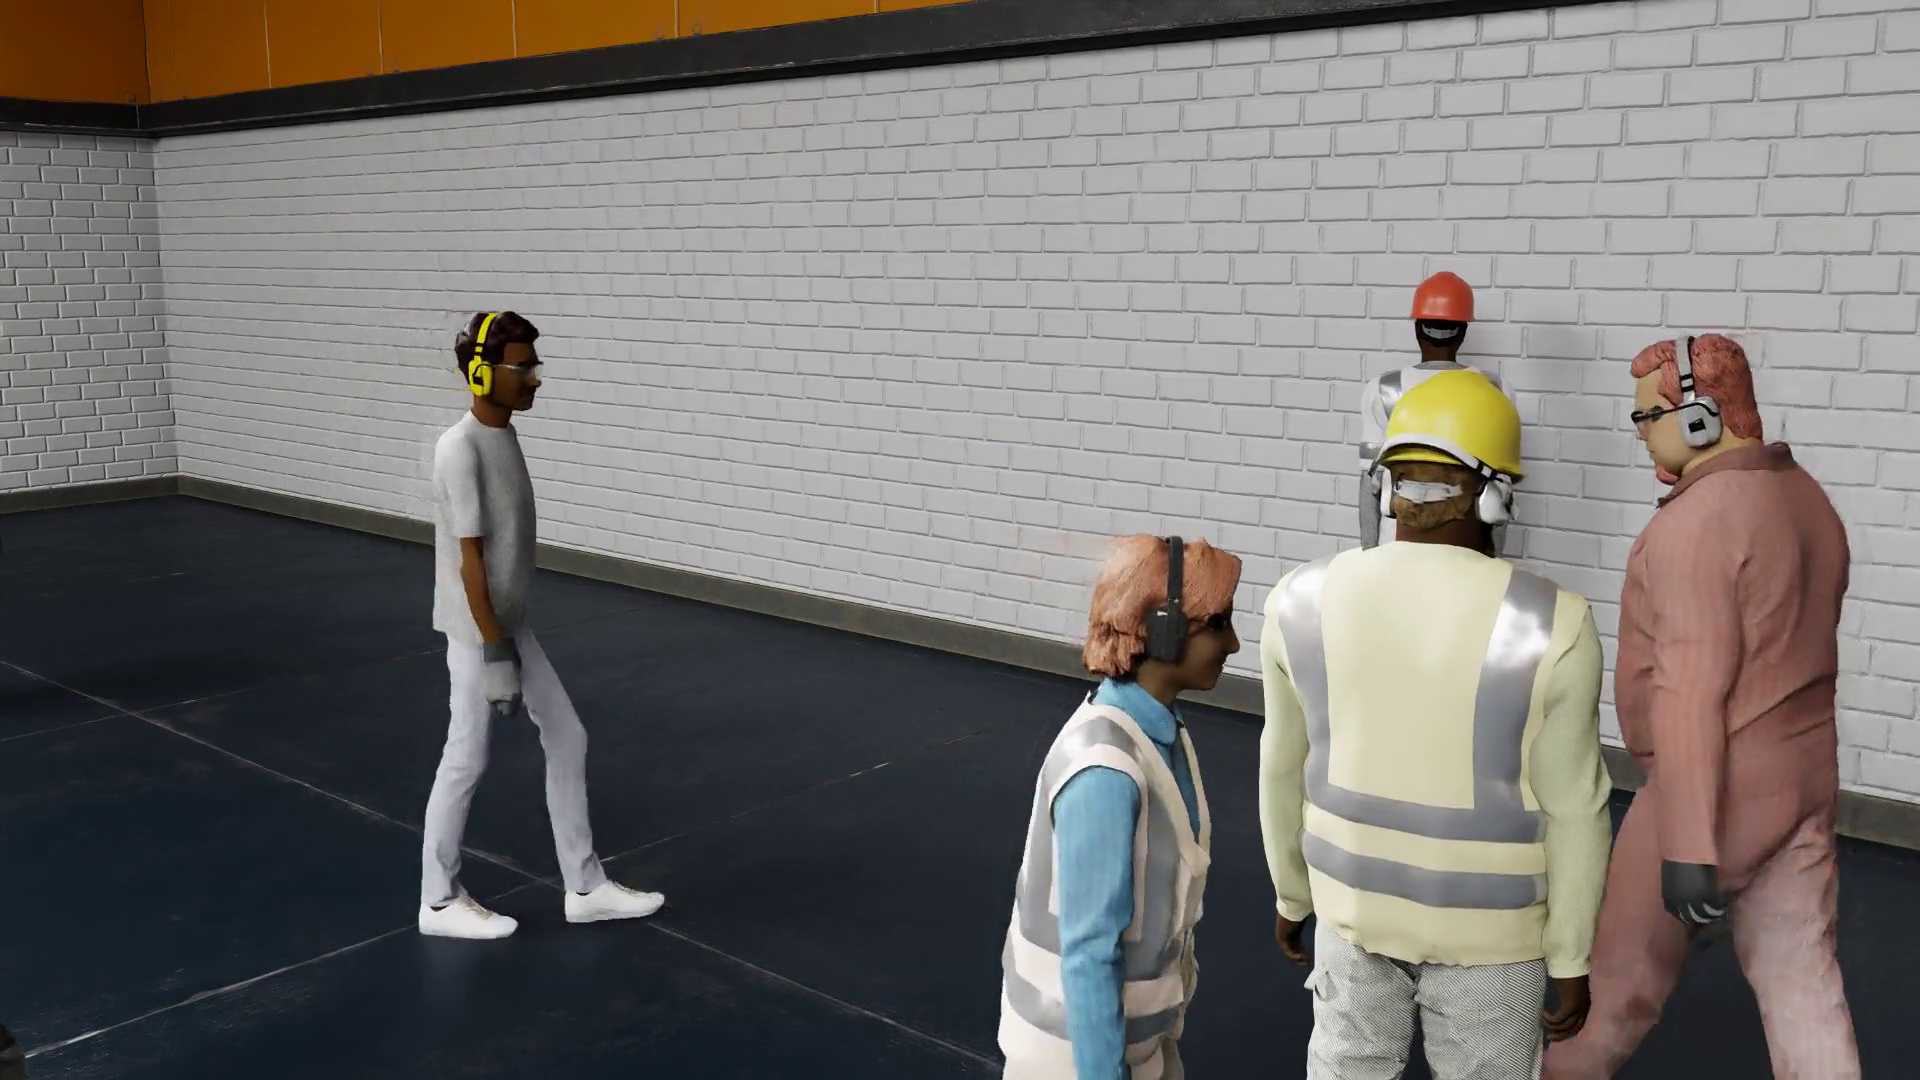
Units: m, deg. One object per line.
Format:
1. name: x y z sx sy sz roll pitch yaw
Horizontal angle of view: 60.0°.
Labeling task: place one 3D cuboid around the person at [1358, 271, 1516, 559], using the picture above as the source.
1. person: 1.717 0.000 6.073 0.547 1.938 0.378 2 10 9

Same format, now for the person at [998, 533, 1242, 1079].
1. person: 0.171 0.786 2.604 0.626 1.620 0.535 4 11 19

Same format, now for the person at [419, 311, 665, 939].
1. person: -1.229 0.274 4.773 0.833 1.834 0.564 1 10 3

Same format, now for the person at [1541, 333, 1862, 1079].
1. person: 1.476 0.507 3.424 0.653 1.845 0.971 -8 13 -37

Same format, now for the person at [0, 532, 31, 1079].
1. person: -1.833 0.574 2.803 0.372 1.940 0.632 0 10 -2

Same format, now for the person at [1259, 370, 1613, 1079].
1. person: 0.803 0.625 2.843 0.588 1.823 0.403 7 12 35
